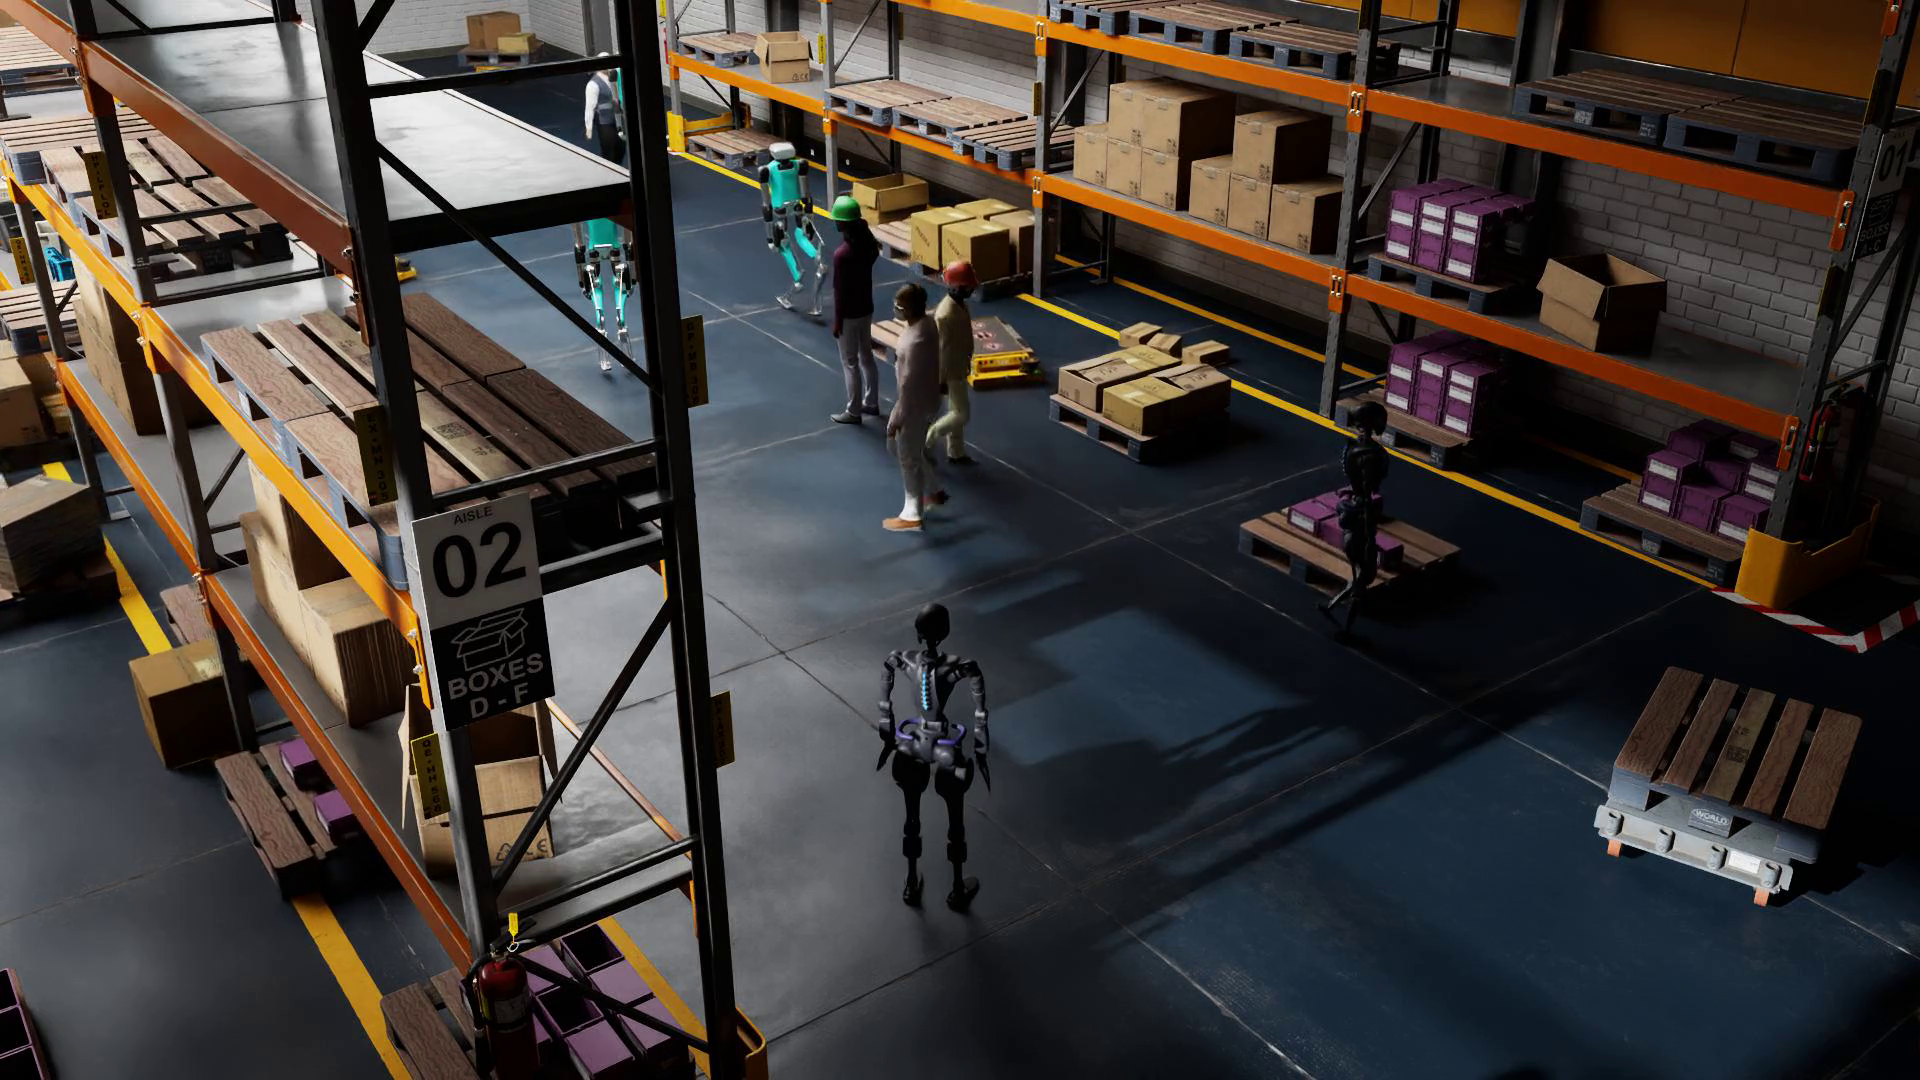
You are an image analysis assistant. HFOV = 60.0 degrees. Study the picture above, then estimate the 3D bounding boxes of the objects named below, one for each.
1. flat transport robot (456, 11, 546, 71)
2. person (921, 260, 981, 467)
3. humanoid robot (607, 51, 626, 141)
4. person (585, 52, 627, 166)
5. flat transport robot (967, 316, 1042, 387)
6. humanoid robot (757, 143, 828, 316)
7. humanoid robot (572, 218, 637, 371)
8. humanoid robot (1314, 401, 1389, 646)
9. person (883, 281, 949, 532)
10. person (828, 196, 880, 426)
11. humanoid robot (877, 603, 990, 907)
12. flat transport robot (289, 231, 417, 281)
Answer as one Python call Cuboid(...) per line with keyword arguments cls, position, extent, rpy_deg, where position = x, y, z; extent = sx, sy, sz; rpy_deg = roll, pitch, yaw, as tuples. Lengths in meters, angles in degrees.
Cuboid(cls="flat transport robot", position=(-7.578, -7.824, 27.549), extent=(0.659, 0.231, 1.431), rpy_deg=(1, 27, 2))
Cuboid(cls="person", position=(-0.060, -1.366, 13.069), extent=(0.458, 1.738, 0.575), rpy_deg=(6, 27, 11))
Cuboid(cls="humanoid robot", position=(-3.888, -5.099, 20.347), extent=(0.533, 1.677, 0.735), rpy_deg=(-20, 33, -34))
Cuboid(cls="person", position=(-4.321, -5.136, 20.574), extent=(0.449, 1.776, 0.770), rpy_deg=(21, 34, 36))
Cuboid(cls="flat transport robot", position=(0.244, -1.781, 15.529), extent=(0.659, 0.231, 1.431), rpy_deg=(-7, 28, -14))
Cuboid(cls="humanoid robot", position=(-1.583, -2.955, 16.273), extent=(0.549, 1.752, 1.037), rpy_deg=(-15, 30, -27))
Cuboid(cls="humanoid robot", position=(-3.146, -2.295, 14.773), extent=(0.533, 1.673, 0.735), rpy_deg=(-4, 27, -7))
Cuboid(cls="humanoid robot", position=(2.529, -0.103, 10.613), extent=(0.401, 1.646, 0.602), rpy_deg=(4, 27, 8))
Cuboid(cls="person", position=(-0.354, -0.959, 12.055), extent=(0.438, 1.921, 0.638), rpy_deg=(0, 27, -1))
Cuboid(cls="person", position=(-0.887, -1.913, 13.939), extent=(0.432, 1.944, 0.481), rpy_deg=(13, 30, 24))
Cuboid(cls="humanoid robot", position=(-0.141, 1.065, 8.286), extent=(0.599, 1.657, 0.315), rpy_deg=(7, 27, 13))
Cuboid(cls="flat transport robot", position=(-6.590, -2.946, 17.848), extent=(1.431, 0.231, 0.659), rpy_deg=(15, 31, 28))
